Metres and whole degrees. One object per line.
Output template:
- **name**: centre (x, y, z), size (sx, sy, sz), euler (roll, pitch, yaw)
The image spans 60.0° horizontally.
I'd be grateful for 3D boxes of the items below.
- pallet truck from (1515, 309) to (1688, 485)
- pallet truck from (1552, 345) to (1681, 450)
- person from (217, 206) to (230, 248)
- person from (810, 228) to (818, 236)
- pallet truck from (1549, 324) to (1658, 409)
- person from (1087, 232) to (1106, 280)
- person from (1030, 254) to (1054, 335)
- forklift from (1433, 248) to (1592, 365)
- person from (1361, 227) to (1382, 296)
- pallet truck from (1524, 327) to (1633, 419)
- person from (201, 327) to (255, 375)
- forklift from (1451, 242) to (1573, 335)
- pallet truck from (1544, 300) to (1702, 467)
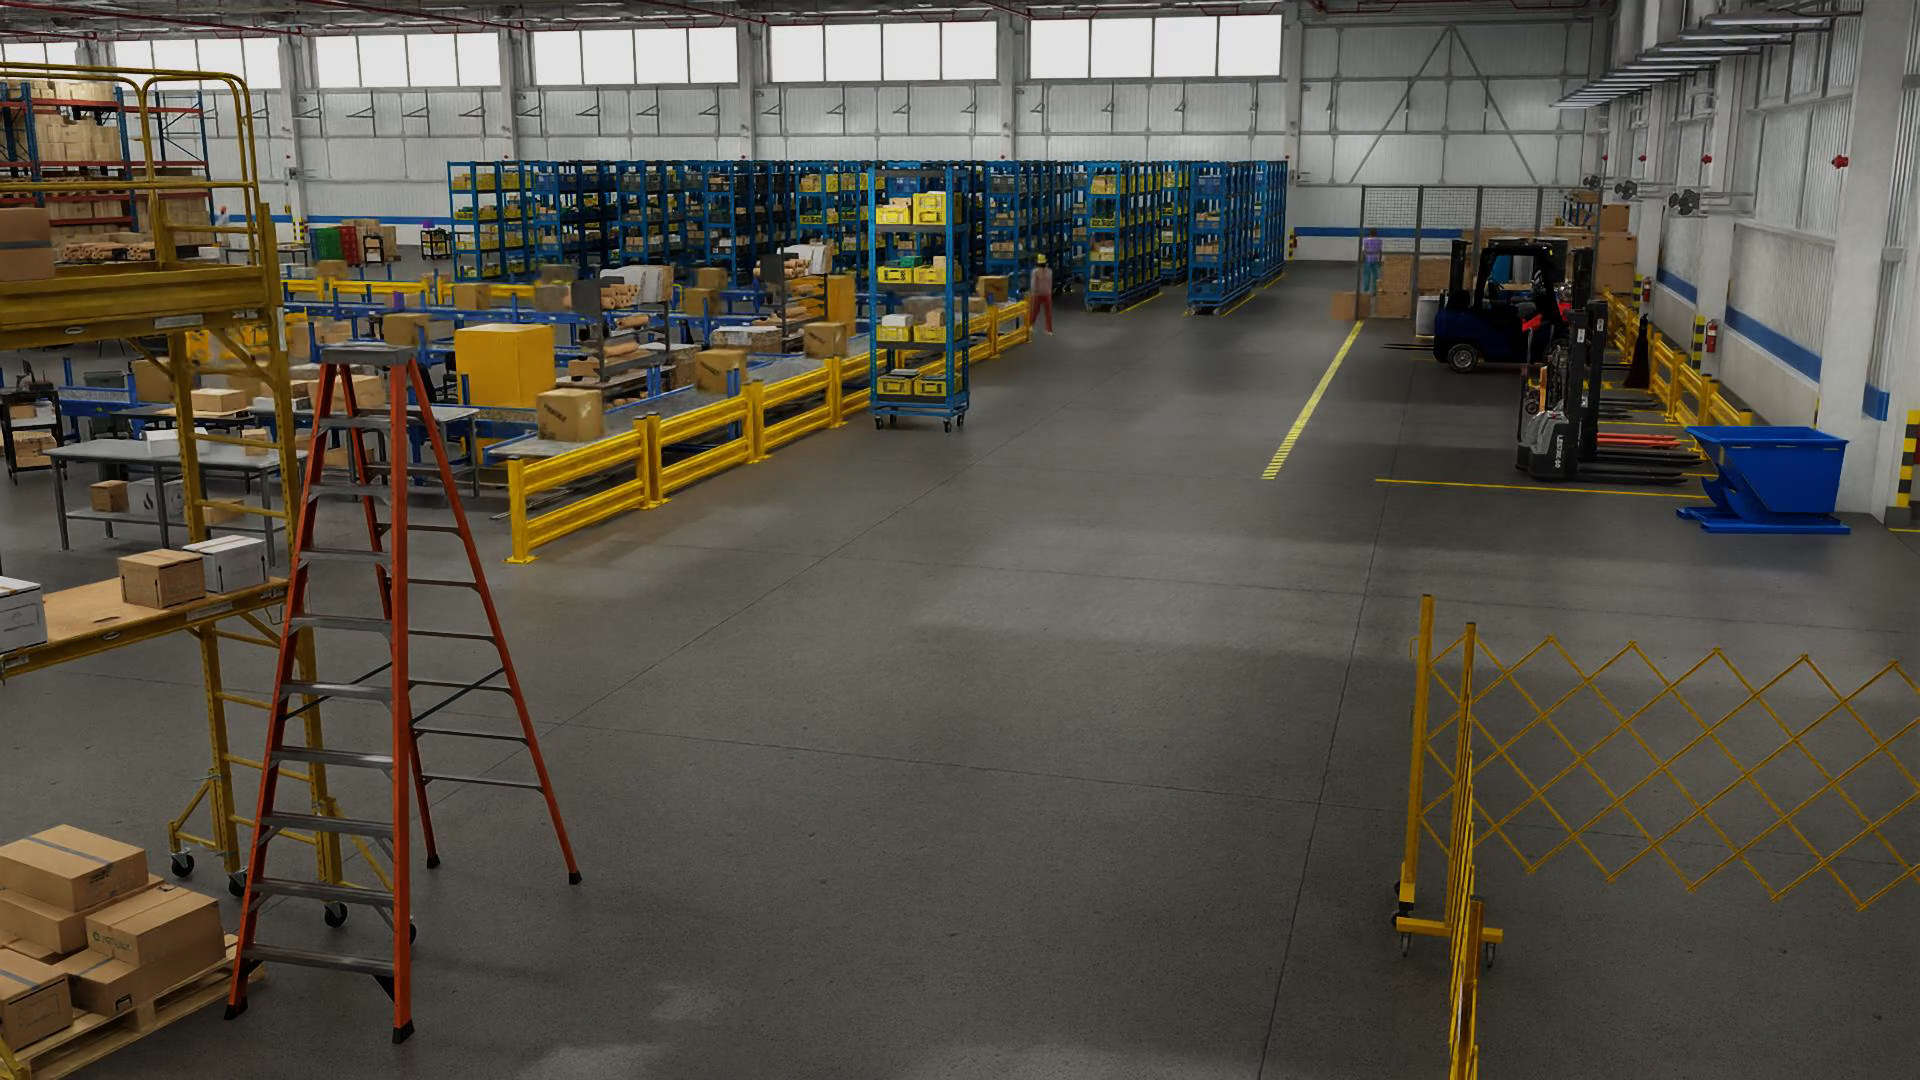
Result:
- **pallet truck**: centre (7.554, -1.677, 19.446), size (1.885, 1.965, 0.823), euler (3, 13, 14)
- **pallet truck**: centre (8.641, -1.896, 21.908), size (1.630, 1.274, 0.653), euler (4, 14, 16)
- **person**: centre (-30.487, -12.937, 68.726), size (0.709, 1.706, 0.367), euler (4, 14, 18)
- **person**: centre (-4.551, -8.798, 50.666), size (0.846, 1.796, 0.595), euler (8, 15, 31)
- **pallet truck**: centre (9.824, -2.669, 25.407), size (1.601, 1.201, 0.680), euler (4, 14, 16)
- **person**: centre (3.691, -7.489, 44.666), size (0.611, 1.938, 1.018), euler (2, 13, 9)
- **person**: centre (1.721, -5.255, 35.499), size (0.533, 1.731, 0.807), euler (-6, 14, -23)
- **forklift**: centre (9.780, -4.111, 29.280), size (2.680, 1.987, 1.157), euler (3, 13, 14)
- **person**: centre (11.163, -7.543, 45.112), size (0.572, 1.843, 0.373), euler (-2, 13, -10)
- **pallet truck**: centre (9.065, -2.460, 24.370), size (1.522, 1.261, 0.704), euler (3, 13, 14)
- **person**: centre (-12.844, -3.823, 28.998), size (0.803, 1.882, 0.644), euler (-3, 13, -14)
- **forklift**: centre (10.464, -4.597, 31.405), size (2.680, 1.987, 1.157), euler (4, 14, 16)
- **pallet truck**: centre (8.263, -1.952, 20.631), size (1.885, 1.965, 0.823), euler (5, 14, 20)
